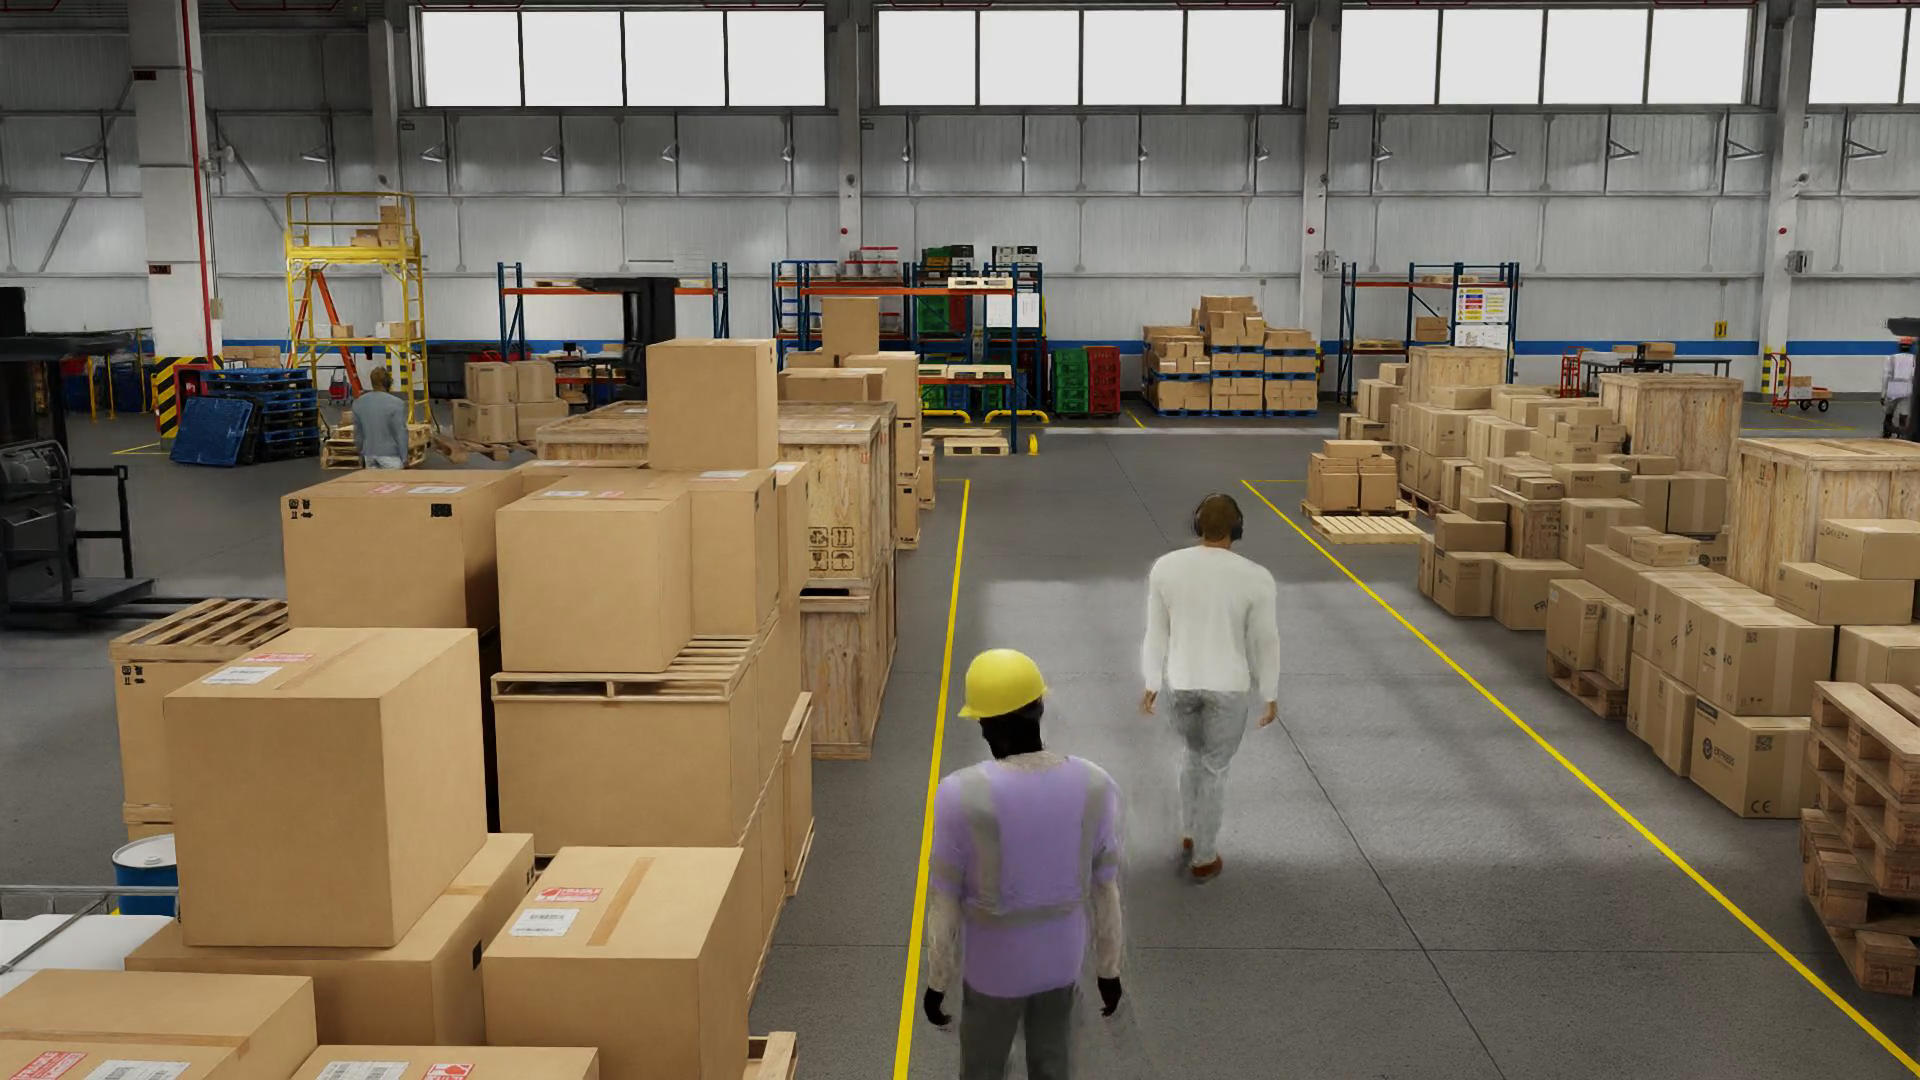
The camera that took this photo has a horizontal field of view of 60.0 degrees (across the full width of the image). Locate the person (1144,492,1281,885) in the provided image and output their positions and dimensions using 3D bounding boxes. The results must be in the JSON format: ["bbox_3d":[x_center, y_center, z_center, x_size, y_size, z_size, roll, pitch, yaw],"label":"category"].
[{"bbox_3d":[1.273,0.714,8.219,0.661,1.919,0.623,5,11,30],"label":"person"}]

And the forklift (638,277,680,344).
[{"bbox_3d":[-4.287,-2.369,23.824,1.873,2.768,1.129,-4,10,-25],"label":"forklift"}]

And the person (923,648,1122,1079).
[{"bbox_3d":[0.216,1.268,4.979,0.627,1.897,0.572,-4,10,-24],"label":"person"}]

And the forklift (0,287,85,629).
[{"bbox_3d":[-8.158,-0.722,13.961,1.873,2.768,1.129,0,9,1],"label":"forklift"}]

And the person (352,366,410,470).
[{"bbox_3d":[-6.135,-0.873,17.683,0.633,1.936,0.353,3,10,17],"label":"person"}]

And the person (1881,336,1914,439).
[{"bbox_3d":[14.979,-2.329,26.501,0.561,1.898,0.895,5,11,26],"label":"person"}]
